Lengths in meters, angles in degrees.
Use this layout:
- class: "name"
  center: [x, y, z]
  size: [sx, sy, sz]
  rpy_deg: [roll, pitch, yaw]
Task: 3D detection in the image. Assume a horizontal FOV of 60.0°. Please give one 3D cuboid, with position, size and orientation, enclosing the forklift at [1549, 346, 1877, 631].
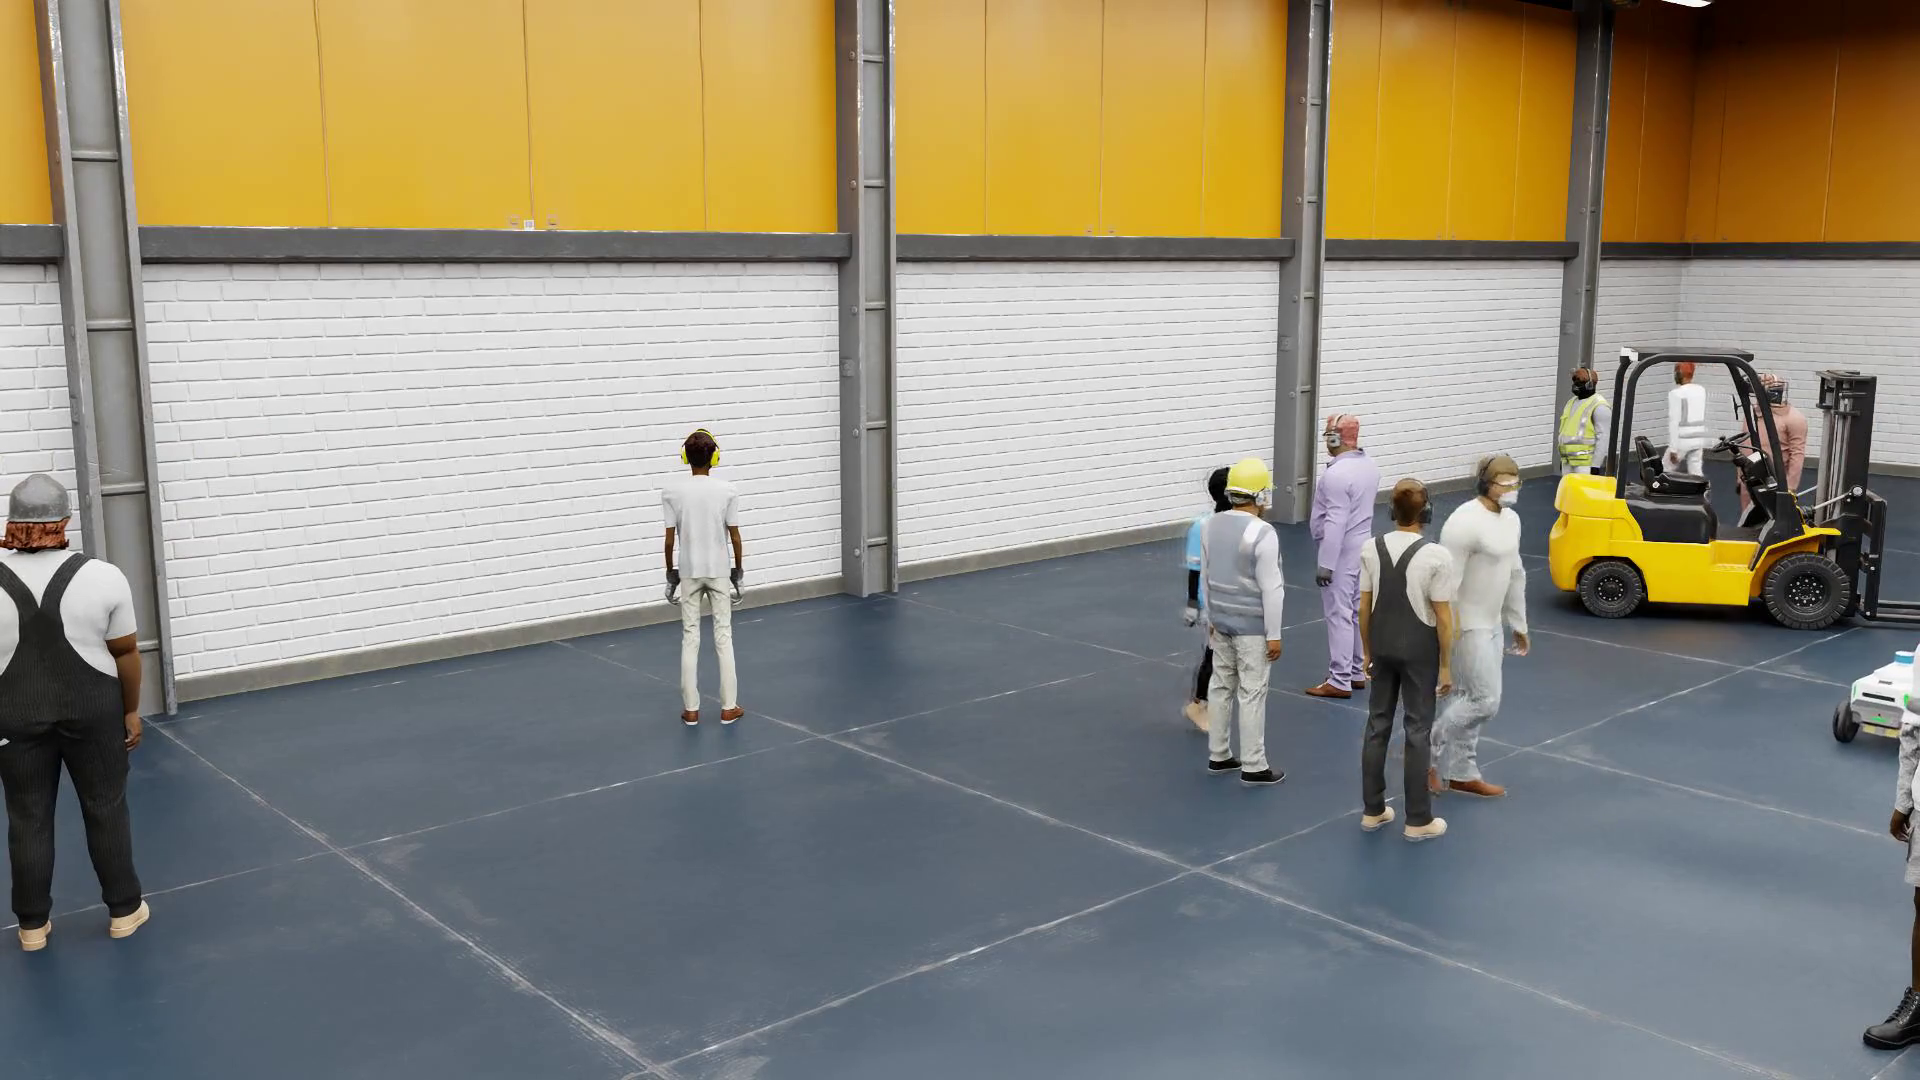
- class: "forklift"
  center: [6.109, -0.478, 13.691]
  size: [2.313, 2.155, 1.214]
  rpy_deg: [3, 10, 16]

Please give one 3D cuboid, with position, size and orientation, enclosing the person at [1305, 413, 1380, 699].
- class: "person"
  center: [2.539, 0.103, 11.136]
  size: [0.401, 1.904, 0.651]
  rpy_deg: [7, 12, 34]

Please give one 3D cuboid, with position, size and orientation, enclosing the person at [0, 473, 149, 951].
- class: "person"
  center: [-3.860, 0.721, 7.116]
  size: [0.683, 2.000, 0.537]
  rpy_deg: [-4, 10, -22]

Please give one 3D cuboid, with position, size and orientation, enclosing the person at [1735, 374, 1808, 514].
- class: "person"
  center: [7.172, -0.526, 14.824]
  size: [0.399, 1.905, 0.643]
  rpy_deg: [-4, 10, -22]

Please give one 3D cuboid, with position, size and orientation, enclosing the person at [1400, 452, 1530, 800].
- class: "person"
  center: [2.766, 0.475, 8.914]
  size: [0.516, 1.921, 0.618]
  rpy_deg: [7, 12, 34]

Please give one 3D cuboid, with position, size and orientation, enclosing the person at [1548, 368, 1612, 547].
- class: "person"
  center: [6.143, -0.780, 16.485]
  size: [0.429, 1.843, 0.633]
  rpy_deg: [-2, 10, -13]

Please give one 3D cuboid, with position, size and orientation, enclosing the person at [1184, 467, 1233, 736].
- class: "person"
  center: [1.605, 0.382, 10.168]
  size: [0.423, 1.676, 0.530]
  rpy_deg: [7, 12, 34]

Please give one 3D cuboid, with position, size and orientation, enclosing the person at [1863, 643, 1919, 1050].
- class: "person"
  center: [3.590, 0.972, 5.951]
  size: [0.372, 1.934, 0.551]
  rpy_deg: [-5, 11, -25]

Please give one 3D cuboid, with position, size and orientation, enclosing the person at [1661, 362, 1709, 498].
- class: "person"
  center: [7.733, -1.027, 17.929]
  size: [0.590, 1.839, 0.925]
  rpy_deg: [-4, 10, -21]

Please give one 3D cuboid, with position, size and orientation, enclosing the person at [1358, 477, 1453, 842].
- class: "person"
  center: [2.251, 0.600, 8.407]
  size: [0.507, 1.845, 0.345]
  rpy_deg: [9, 13, 42]

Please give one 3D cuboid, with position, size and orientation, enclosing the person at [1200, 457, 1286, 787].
- class: "person"
  center: [1.594, 0.453, 9.286]
  size: [0.404, 1.837, 0.592]
  rpy_deg: [-6, 12, -33]

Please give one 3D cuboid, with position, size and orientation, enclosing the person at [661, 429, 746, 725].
- class: "person"
  center: [-1.604, 0.235, 10.461]
  size: [0.507, 1.872, 0.329]
  rpy_deg: [-1, 10, -4]

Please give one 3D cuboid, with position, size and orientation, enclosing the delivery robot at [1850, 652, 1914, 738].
- class: "delivery robot"
  center: [5.682, 0.918, 10.037]
  size: [0.707, 0.478, 0.477]
  rpy_deg: [-8, 13, -40]
